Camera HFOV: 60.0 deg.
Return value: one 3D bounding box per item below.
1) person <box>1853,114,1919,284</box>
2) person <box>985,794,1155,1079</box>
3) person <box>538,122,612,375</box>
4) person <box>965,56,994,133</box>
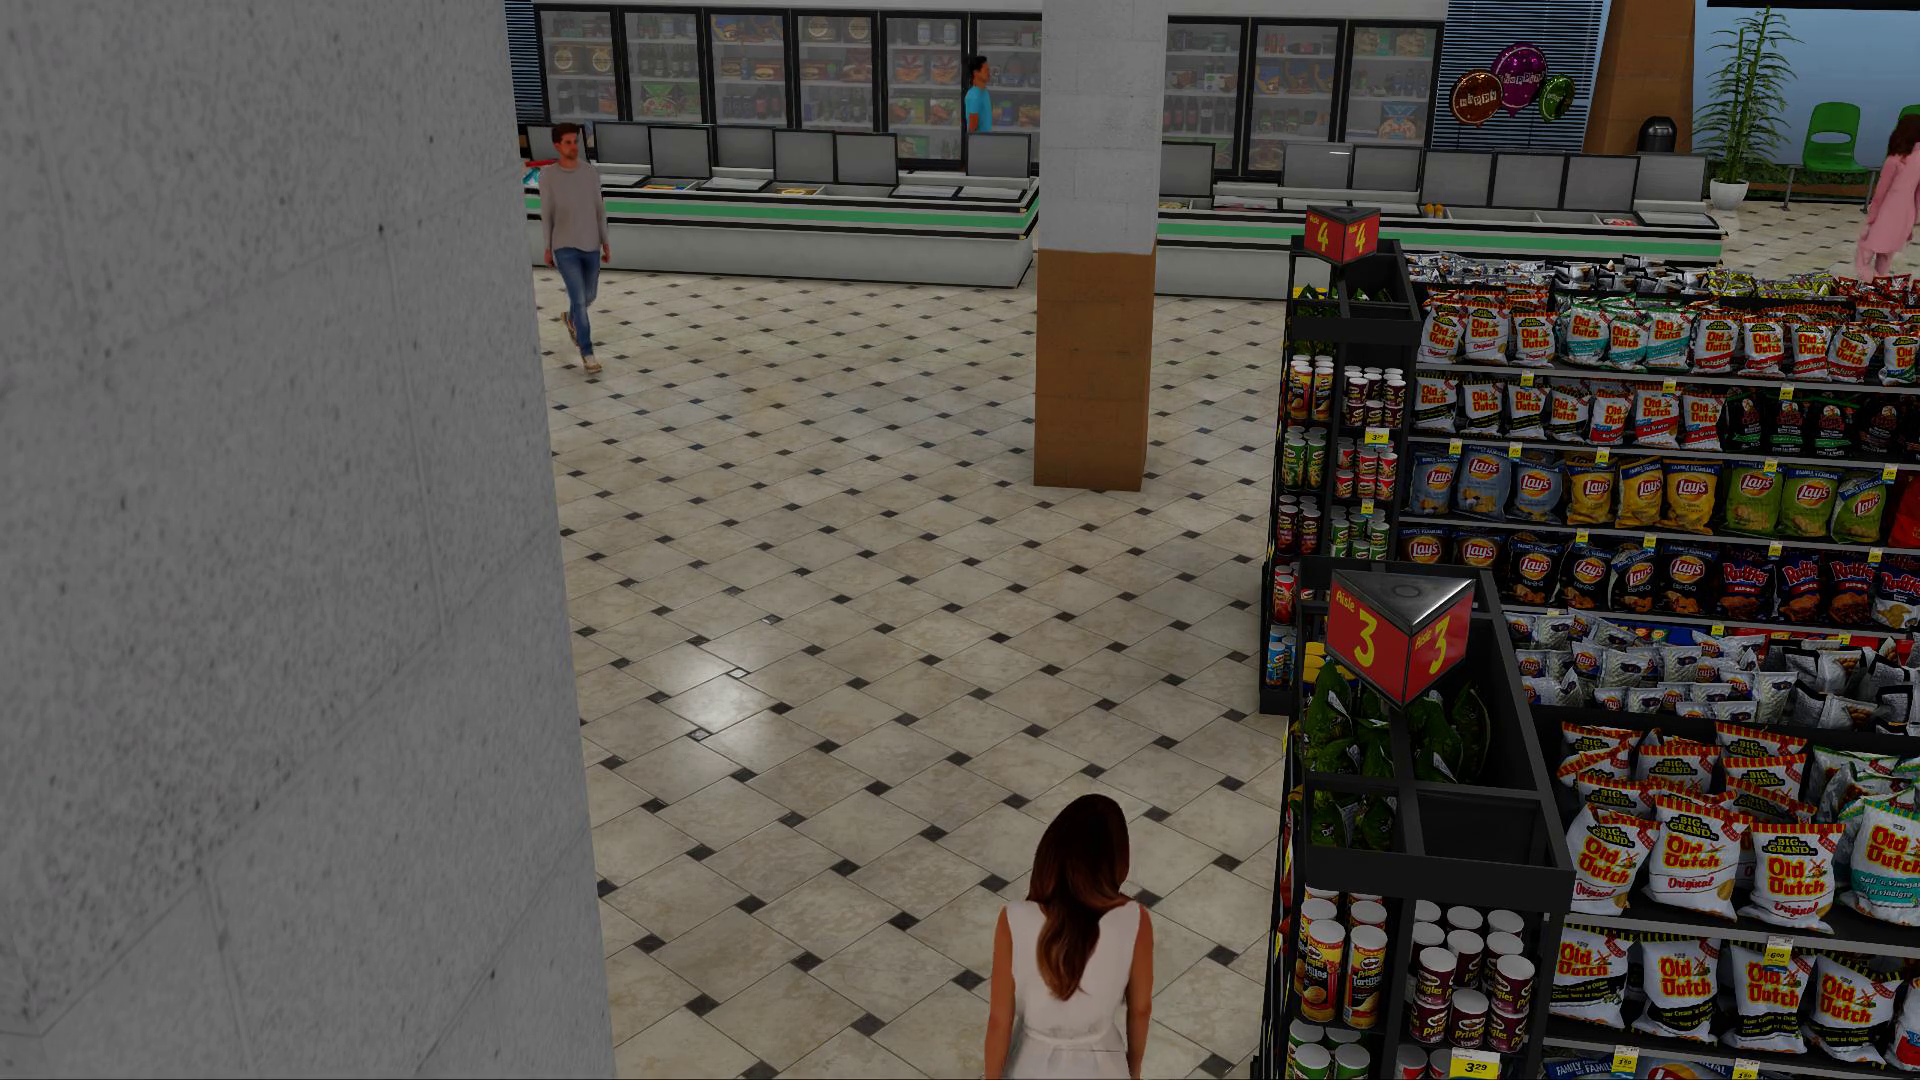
[{"bbox_3d":[7.650,-2.537,13.583,0.799,1.786,0.845,-6,24,-13],"label":"person"},{"bbox_3d":[0.285,1.528,4.354,1.059,1.737,0.785,0,24,-1],"label":"person"},{"bbox_3d":[-2.998,-2.275,12.865,1.155,1.881,1.188,-14,28,-30],"label":"person"},{"bbox_3d":[0.104,-4.031,17.048,1.119,1.746,0.648,5,24,11],"label":"person"}]
